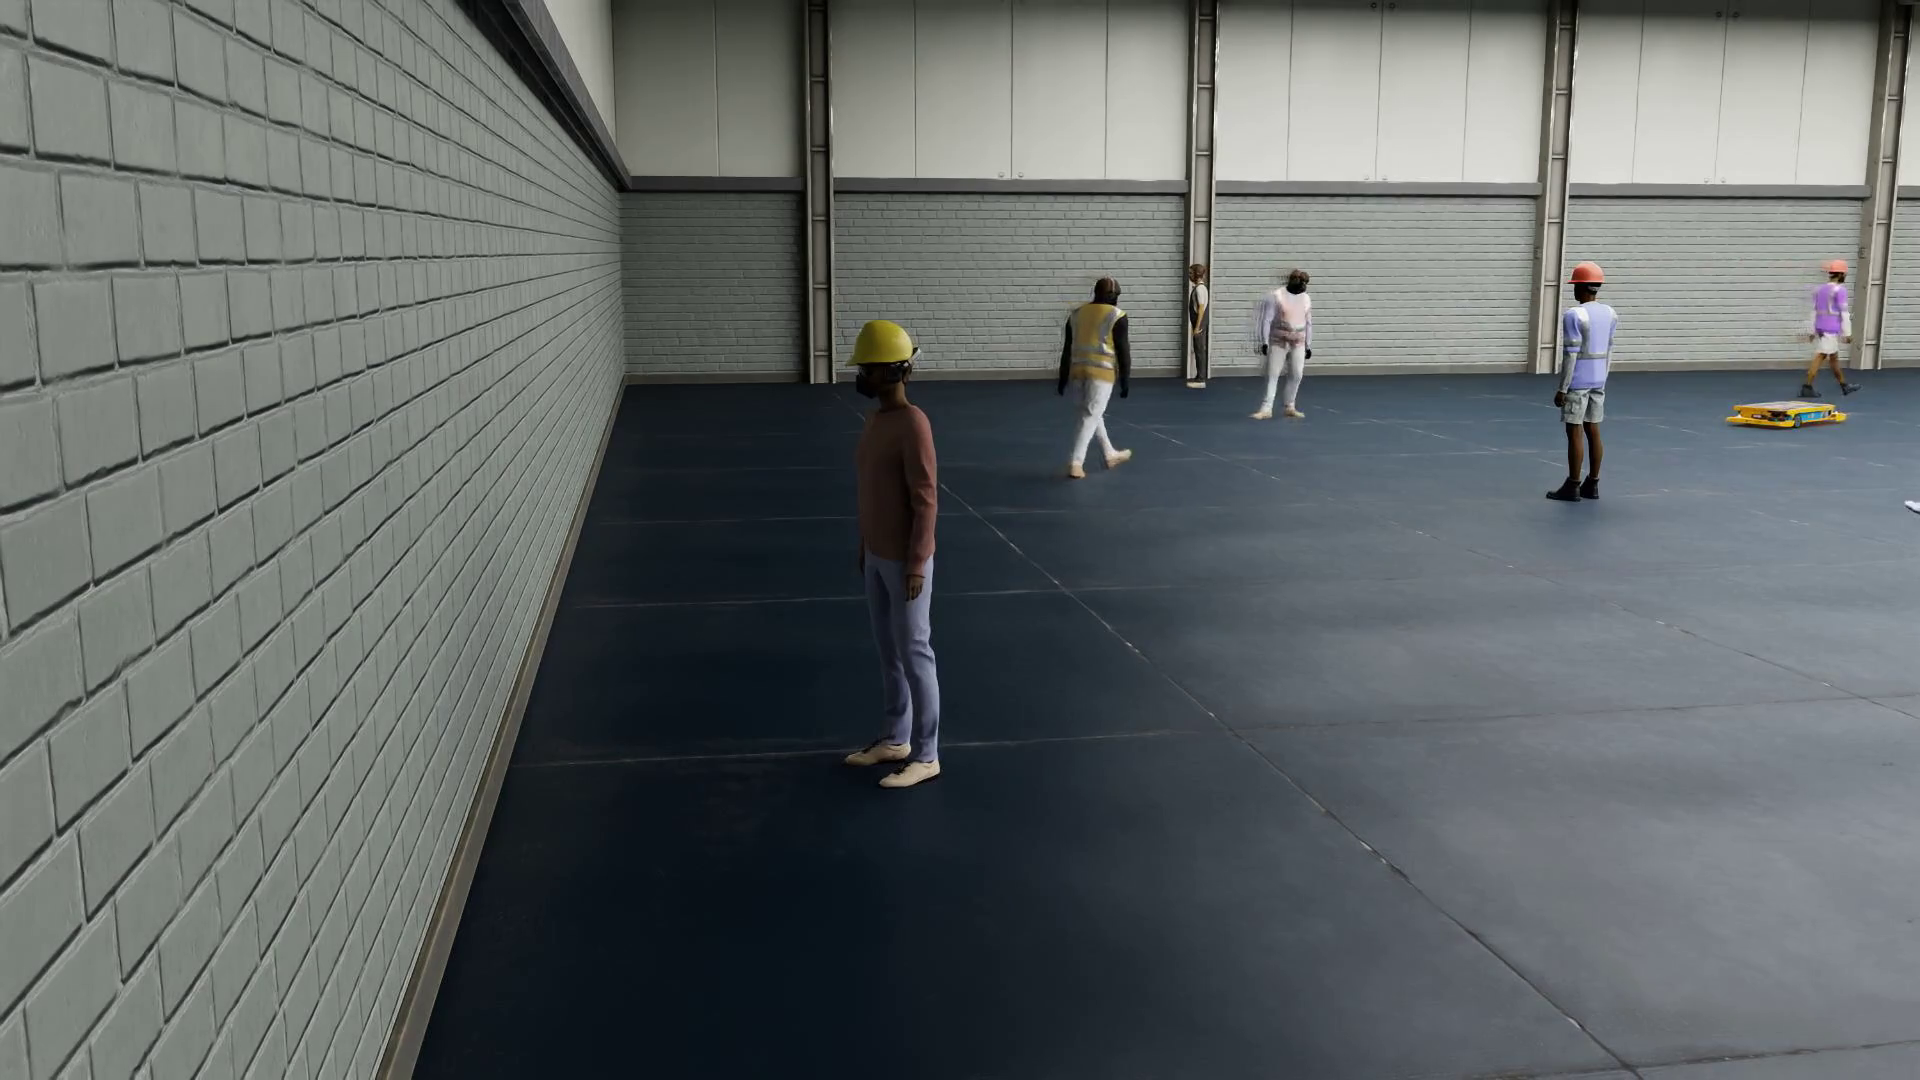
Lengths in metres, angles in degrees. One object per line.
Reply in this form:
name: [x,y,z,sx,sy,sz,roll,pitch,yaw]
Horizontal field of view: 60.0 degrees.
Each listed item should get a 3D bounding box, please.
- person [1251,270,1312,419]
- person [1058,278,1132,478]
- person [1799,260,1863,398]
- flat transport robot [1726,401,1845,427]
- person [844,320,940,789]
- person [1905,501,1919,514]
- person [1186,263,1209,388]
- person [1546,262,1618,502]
person: [3.888,-2.350,20.099,0.799,1.808,0.429,-2,10,-12]
person: [1.232,-1.462,15.004,0.675,1.771,1.007,9,13,41]
person: [12.115,-2.902,22.960,0.982,1.890,0.568,0,10,-3]
flat transport robot: [9.676,-1.483,19.471,1.431,0.197,0.652,-7,12,-34]
person: [-0.270,0.057,6.309,0.326,1.767,0.533,-5,11,-25]
person: [7.567,-1.049,12.299,0.619,1.885,0.910,-9,13,-41]
person: [3.529,-3.172,24.669,0.326,1.843,0.517,2,10,10]
person: [5.043,-1.279,13.504,0.545,1.938,0.362,-6,11,-31]
